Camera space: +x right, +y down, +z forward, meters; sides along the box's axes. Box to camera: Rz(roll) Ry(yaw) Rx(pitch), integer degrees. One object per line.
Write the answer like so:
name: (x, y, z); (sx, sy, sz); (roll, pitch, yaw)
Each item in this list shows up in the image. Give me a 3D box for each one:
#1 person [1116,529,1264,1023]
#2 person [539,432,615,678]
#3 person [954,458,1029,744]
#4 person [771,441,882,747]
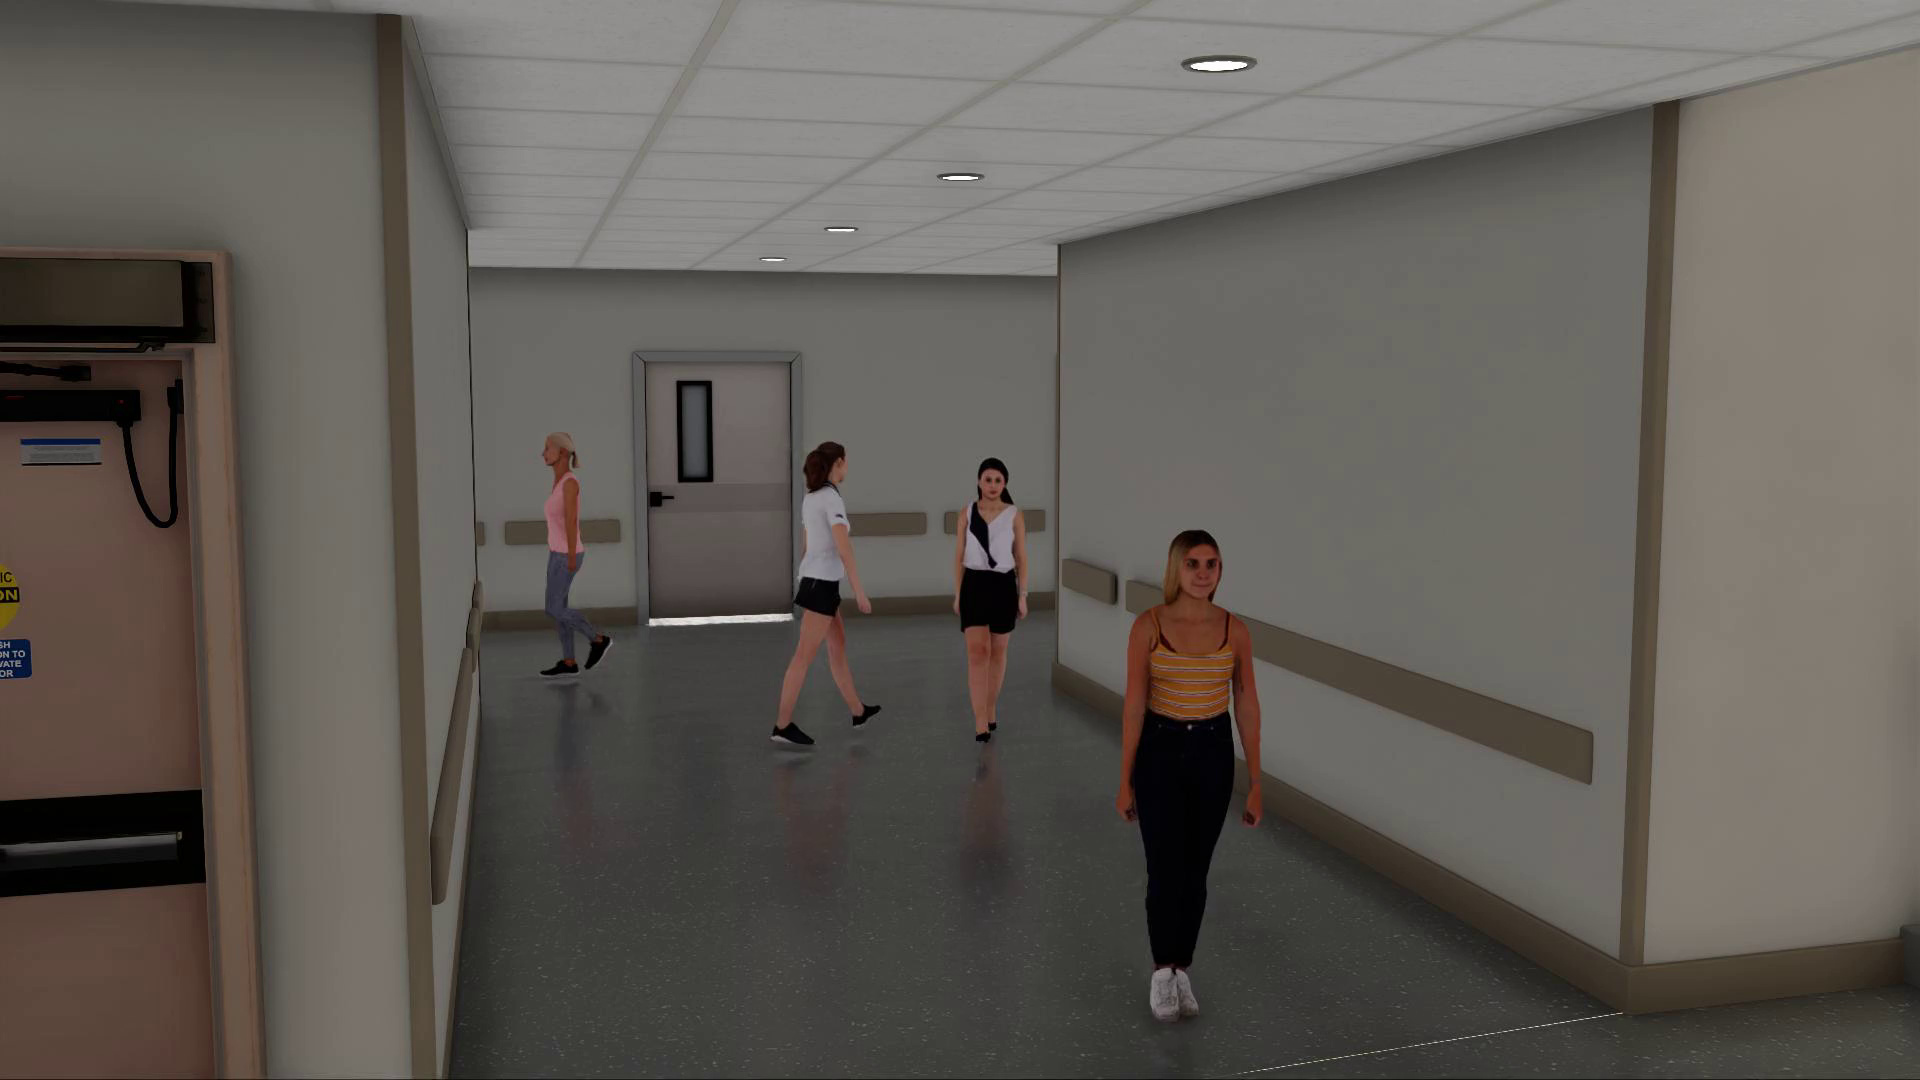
person: (0.734, 0.766, 5.566); (0.594, 1.617, 0.717); (0, 6, -5)
person: (-2.675, 0.110, 11.597); (0.755, 1.716, 0.611); (-3, 6, -24)
person: (0.172, 0.354, 9.687); (0.984, 1.613, 0.790); (0, 6, -1)
person: (-0.862, 0.323, 9.525); (1.052, 1.707, 0.864); (-2, 6, -18)
